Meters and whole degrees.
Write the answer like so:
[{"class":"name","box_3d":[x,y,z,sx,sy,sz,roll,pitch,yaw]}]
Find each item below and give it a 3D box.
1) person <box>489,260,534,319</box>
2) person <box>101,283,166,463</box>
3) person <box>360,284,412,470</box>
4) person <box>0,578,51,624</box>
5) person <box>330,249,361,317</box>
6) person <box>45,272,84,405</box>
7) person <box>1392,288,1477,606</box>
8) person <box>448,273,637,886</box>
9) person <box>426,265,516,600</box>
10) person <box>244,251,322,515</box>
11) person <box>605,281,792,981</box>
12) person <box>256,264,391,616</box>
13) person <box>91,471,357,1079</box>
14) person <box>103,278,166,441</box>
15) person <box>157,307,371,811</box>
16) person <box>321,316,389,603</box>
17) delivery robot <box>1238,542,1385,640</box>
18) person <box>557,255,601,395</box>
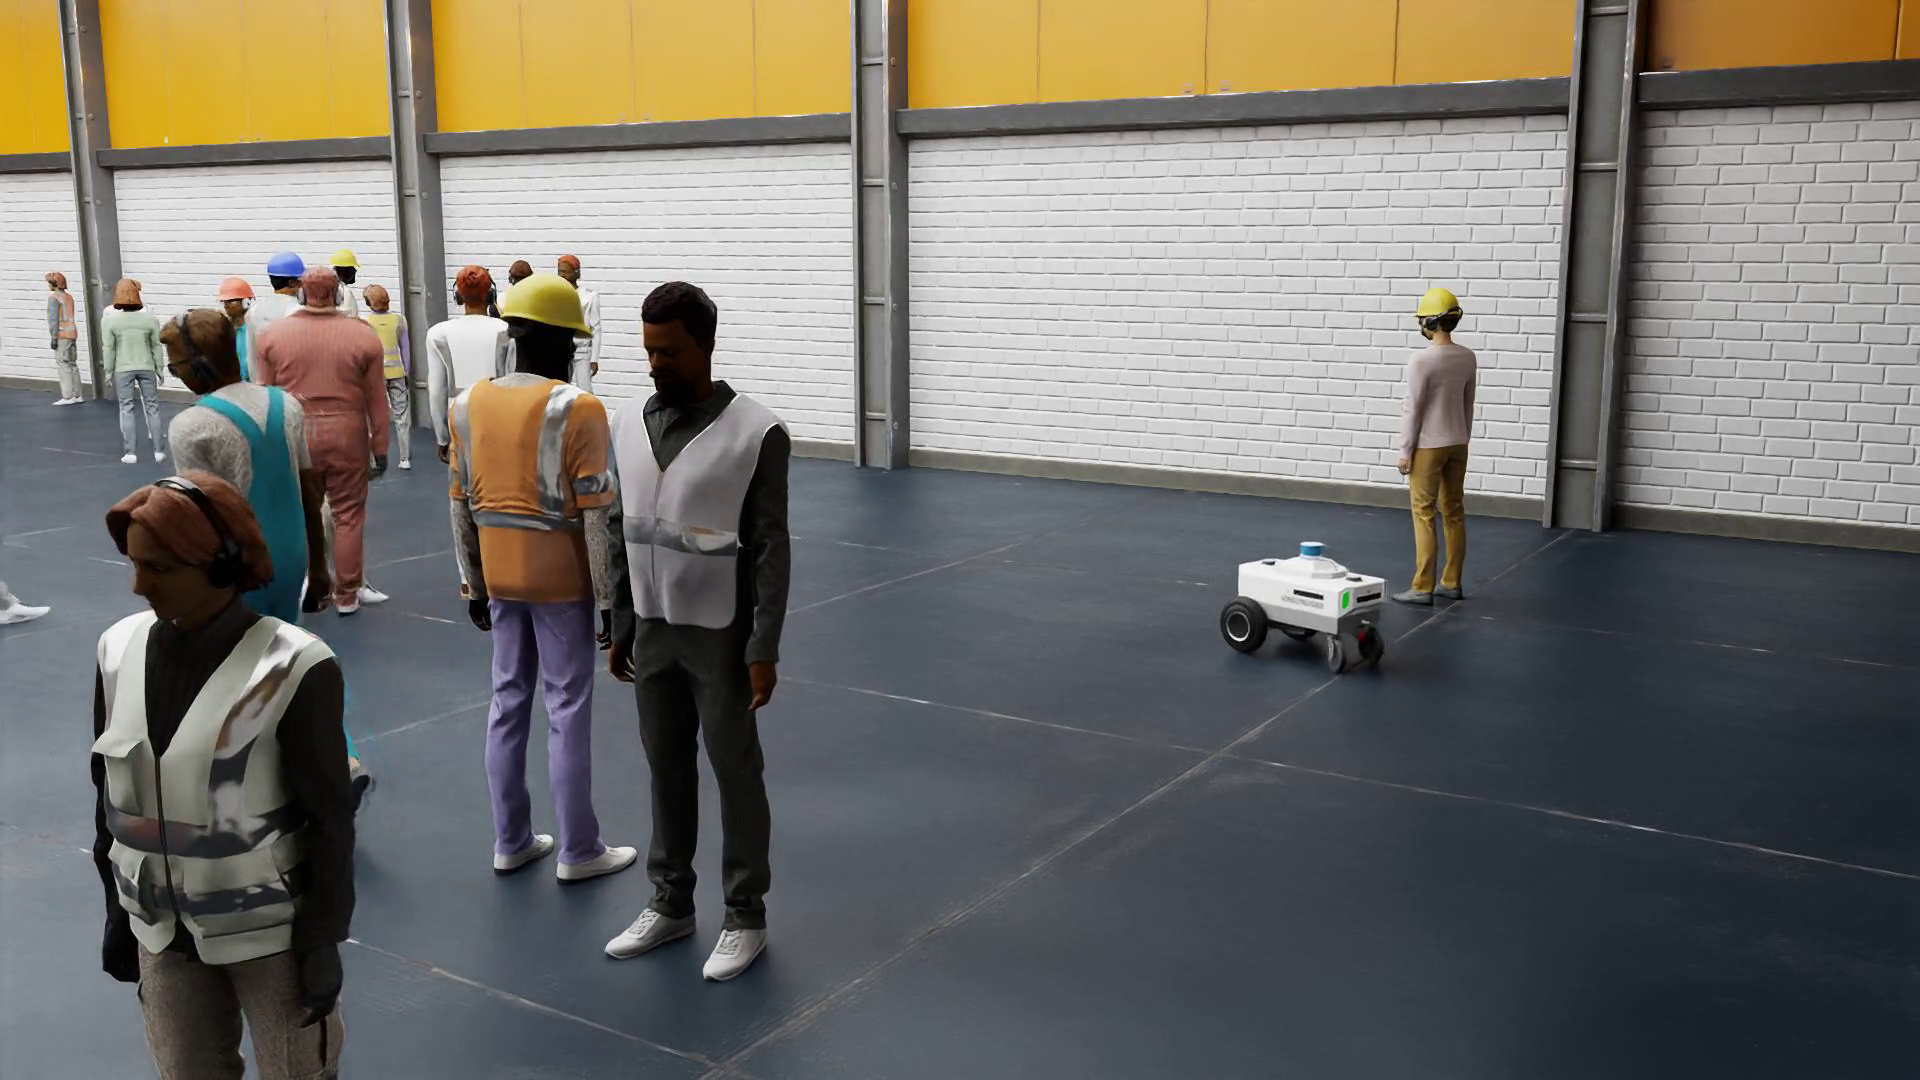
[{"class":"person","box_3d":[-3.951,-1.610,15.108,0.628,1.843,0.429,-5,11,-26]},{"class":"person","box_3d":[-7.529,-1.518,15.169,0.503,1.632,0.271,-7,13,-35]},{"class":"person","box_3d":[-5.035,-1.405,14.518,0.513,1.644,0.311,-9,14,-41]},{"class":"person","box_3d":[-5.317,-0.294,8.560,0.918,1.576,0.493,-3,11,-16]},{"class":"person","box_3d":[-6.242,-1.981,16.917,0.379,1.928,0.585,-6,12,-31]},{"class":"person","box_3d":[-11.032,-2.473,20.473,0.316,1.633,0.528,-1,10,-5]},{"class":"person","box_3d":[2.640,-0.514,9.265,0.528,1.762,0.334,-6,12,-32]},{"class":"person","box_3d":[-1.312,0.128,5.262,0.594,1.916,0.384,5,11,24]},{"class":"person","box_3d":[-2.673,-0.593,9.352,0.574,1.885,0.356,-1,10,-3]},{"class":"person","box_3d":[-4.565,-0.985,11.346,0.607,1.947,0.406,5,11,24]},{"class":"person","box_3d":[-0.728,0.248,4.611,0.589,1.914,0.392,5,12,28]},{"class":"person","box_3d":[-3.379,-0.515,8.880,0.671,1.893,0.454,-3,11,-16]},{"class":"person","box_3d":[-1.287,0.689,2.926,0.514,1.639,0.310,3,11,17]},{"class":"person","box_3d":[-8.356,-1.816,16.812,0.515,1.638,0.315,-1,10,-7]},{"class":"person","box_3d":[-2.298,0.136,5.519,0.515,1.807,0.568,5,11,26]},{"class":"person","box_3d":[-3.413,-0.447,9.318,0.668,1.593,0.548,1,10,3]},{"class":"delivery robot","box_3d":[1.703,0.253,8.087,0.477,0.478,0.707,-8,13,-39]},{"class":"person","box_3d":[-3.622,-1.704,15.511,0.576,1.883,0.355,2,10,13]}]
